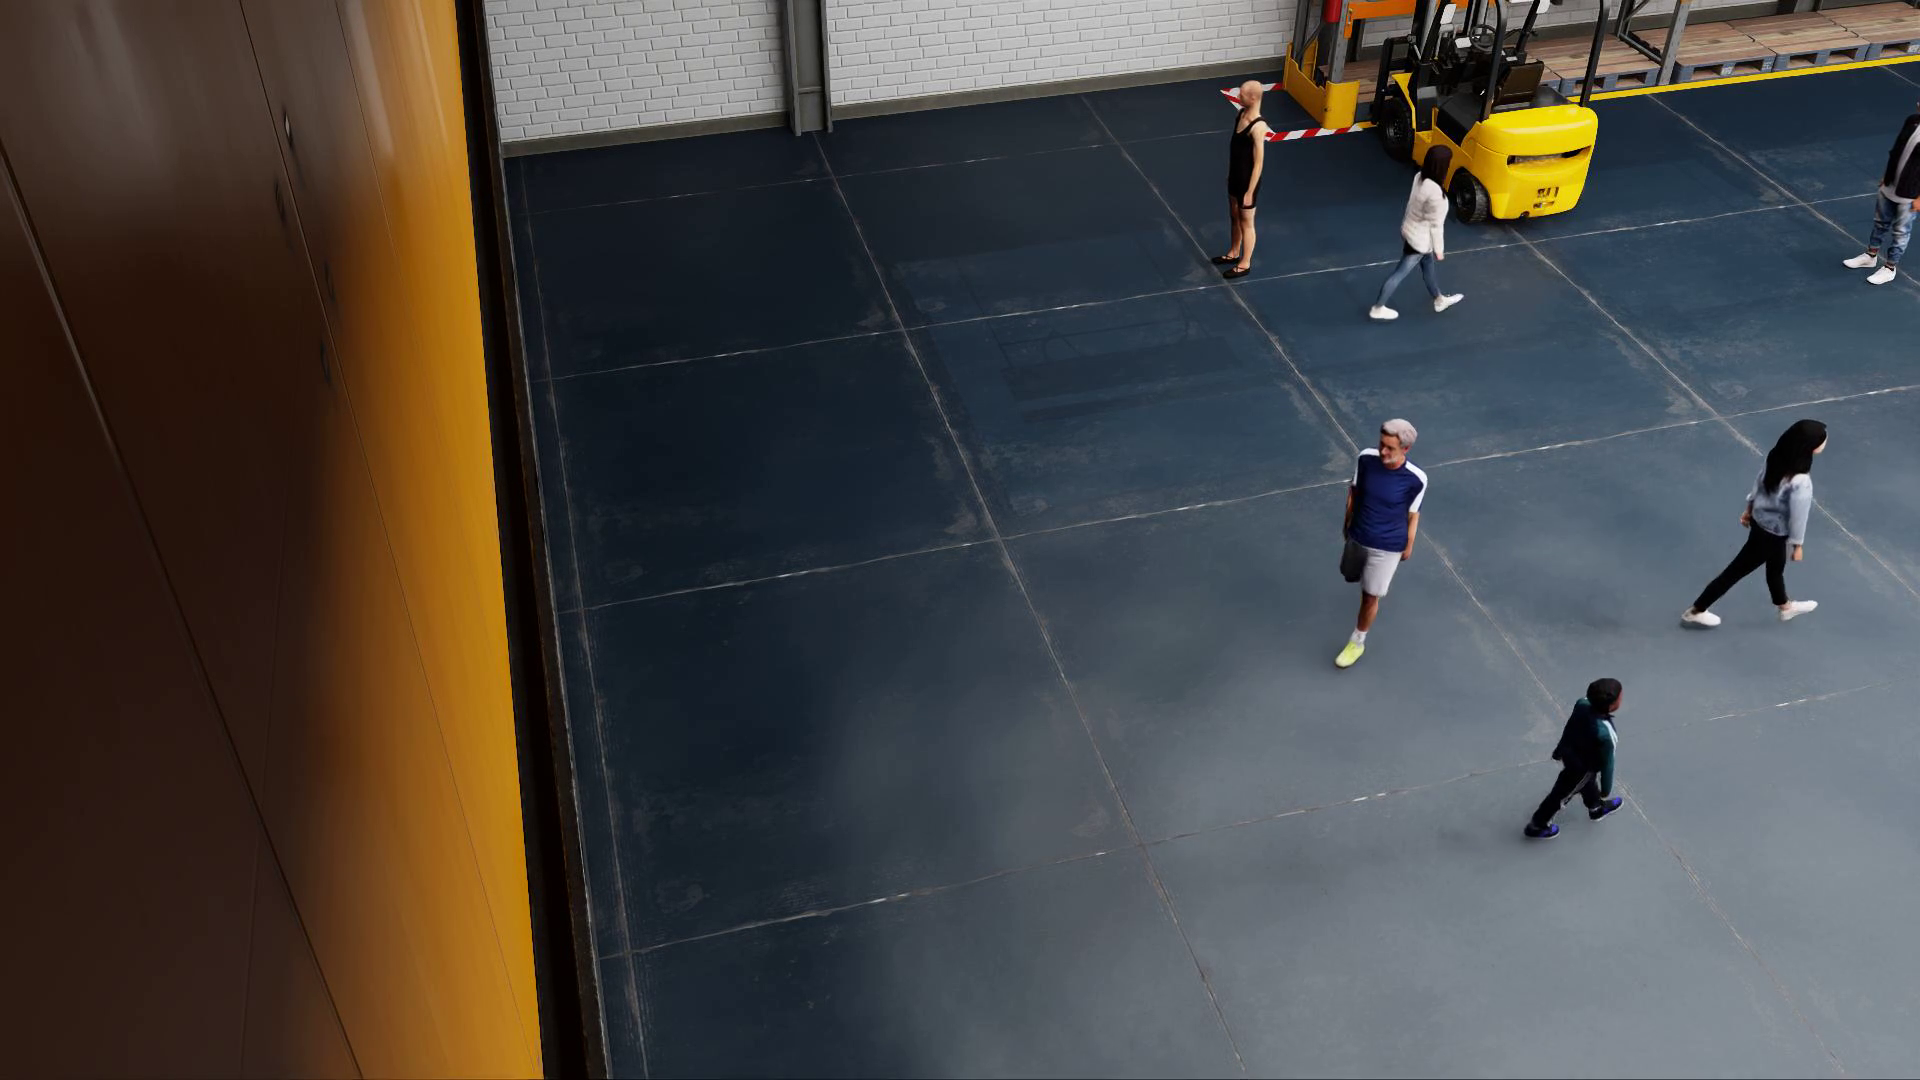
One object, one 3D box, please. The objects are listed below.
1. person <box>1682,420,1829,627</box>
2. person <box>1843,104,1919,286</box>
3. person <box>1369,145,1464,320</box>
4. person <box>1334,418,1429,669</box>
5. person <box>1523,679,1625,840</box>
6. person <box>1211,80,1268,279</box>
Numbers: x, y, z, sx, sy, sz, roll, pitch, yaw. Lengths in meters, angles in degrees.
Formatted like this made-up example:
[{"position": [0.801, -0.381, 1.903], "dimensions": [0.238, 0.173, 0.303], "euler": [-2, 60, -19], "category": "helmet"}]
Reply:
[{"position": [5.154, -0.044, 10.794], "dimensions": [1.171, 1.661, 0.816], "euler": [0, 39, 0], "category": "person"}, {"position": [8.297, -3.124, 14.535], "dimensions": [0.582, 1.805, 0.685], "euler": [-8, 39, -10], "category": "person"}, {"position": [3.784, -2.533, 13.961], "dimensions": [1.107, 1.597, 0.783], "euler": [-2, 39, -3], "category": "person"}, {"position": [2.716, -0.057, 10.686], "dimensions": [1.014, 1.816, 1.154], "euler": [27, 46, 29], "category": "person"}, {"position": [3.489, 1.275, 9.489], "dimensions": [0.872, 1.229, 0.582], "euler": [-5, 39, -7], "category": "person"}, {"position": [2.504, -3.171, 14.587], "dimensions": [0.502, 1.814, 0.638], "euler": [-8, 39, -10], "category": "person"}]
